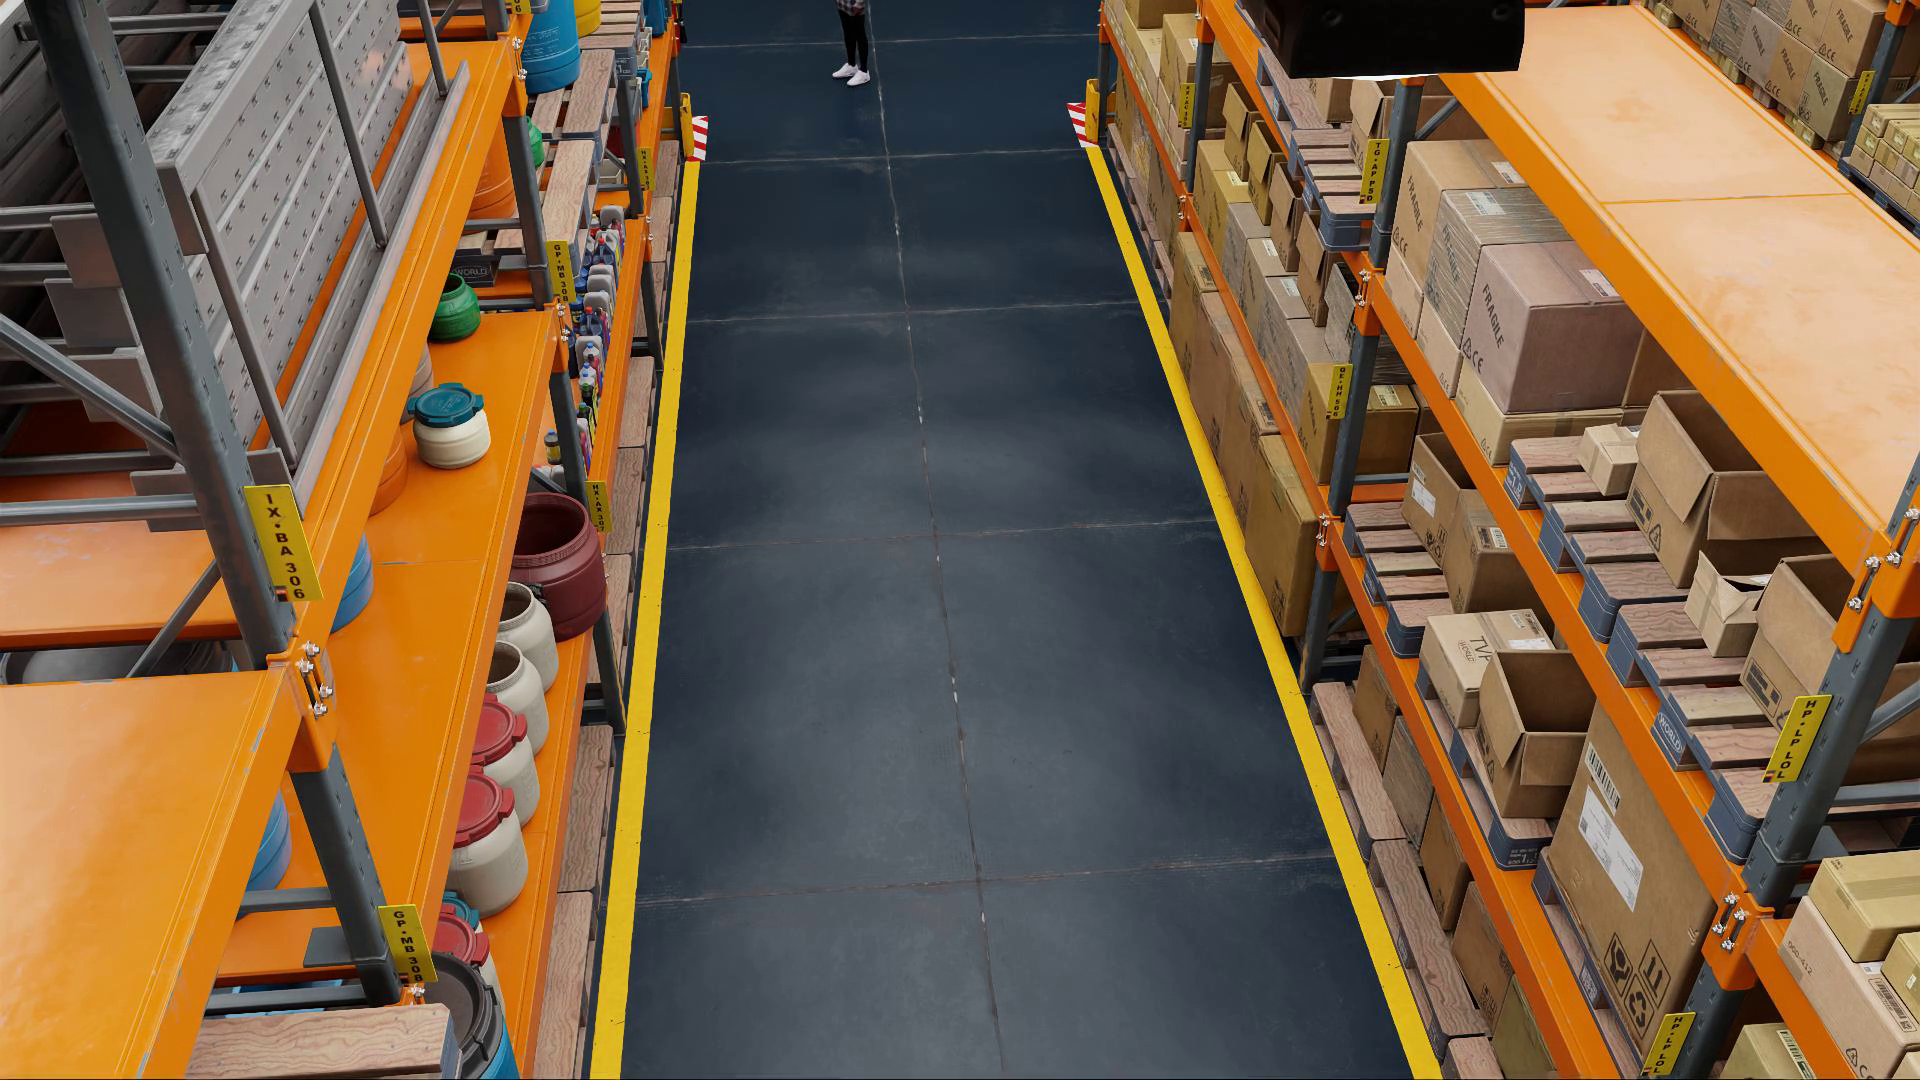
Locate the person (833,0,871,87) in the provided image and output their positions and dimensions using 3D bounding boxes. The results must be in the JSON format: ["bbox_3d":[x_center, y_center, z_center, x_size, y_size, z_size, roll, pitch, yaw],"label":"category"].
[{"bbox_3d":[-1.085,-5.512,16.802,0.758,1.772,0.648,-24,43,-28],"label":"person"}]
